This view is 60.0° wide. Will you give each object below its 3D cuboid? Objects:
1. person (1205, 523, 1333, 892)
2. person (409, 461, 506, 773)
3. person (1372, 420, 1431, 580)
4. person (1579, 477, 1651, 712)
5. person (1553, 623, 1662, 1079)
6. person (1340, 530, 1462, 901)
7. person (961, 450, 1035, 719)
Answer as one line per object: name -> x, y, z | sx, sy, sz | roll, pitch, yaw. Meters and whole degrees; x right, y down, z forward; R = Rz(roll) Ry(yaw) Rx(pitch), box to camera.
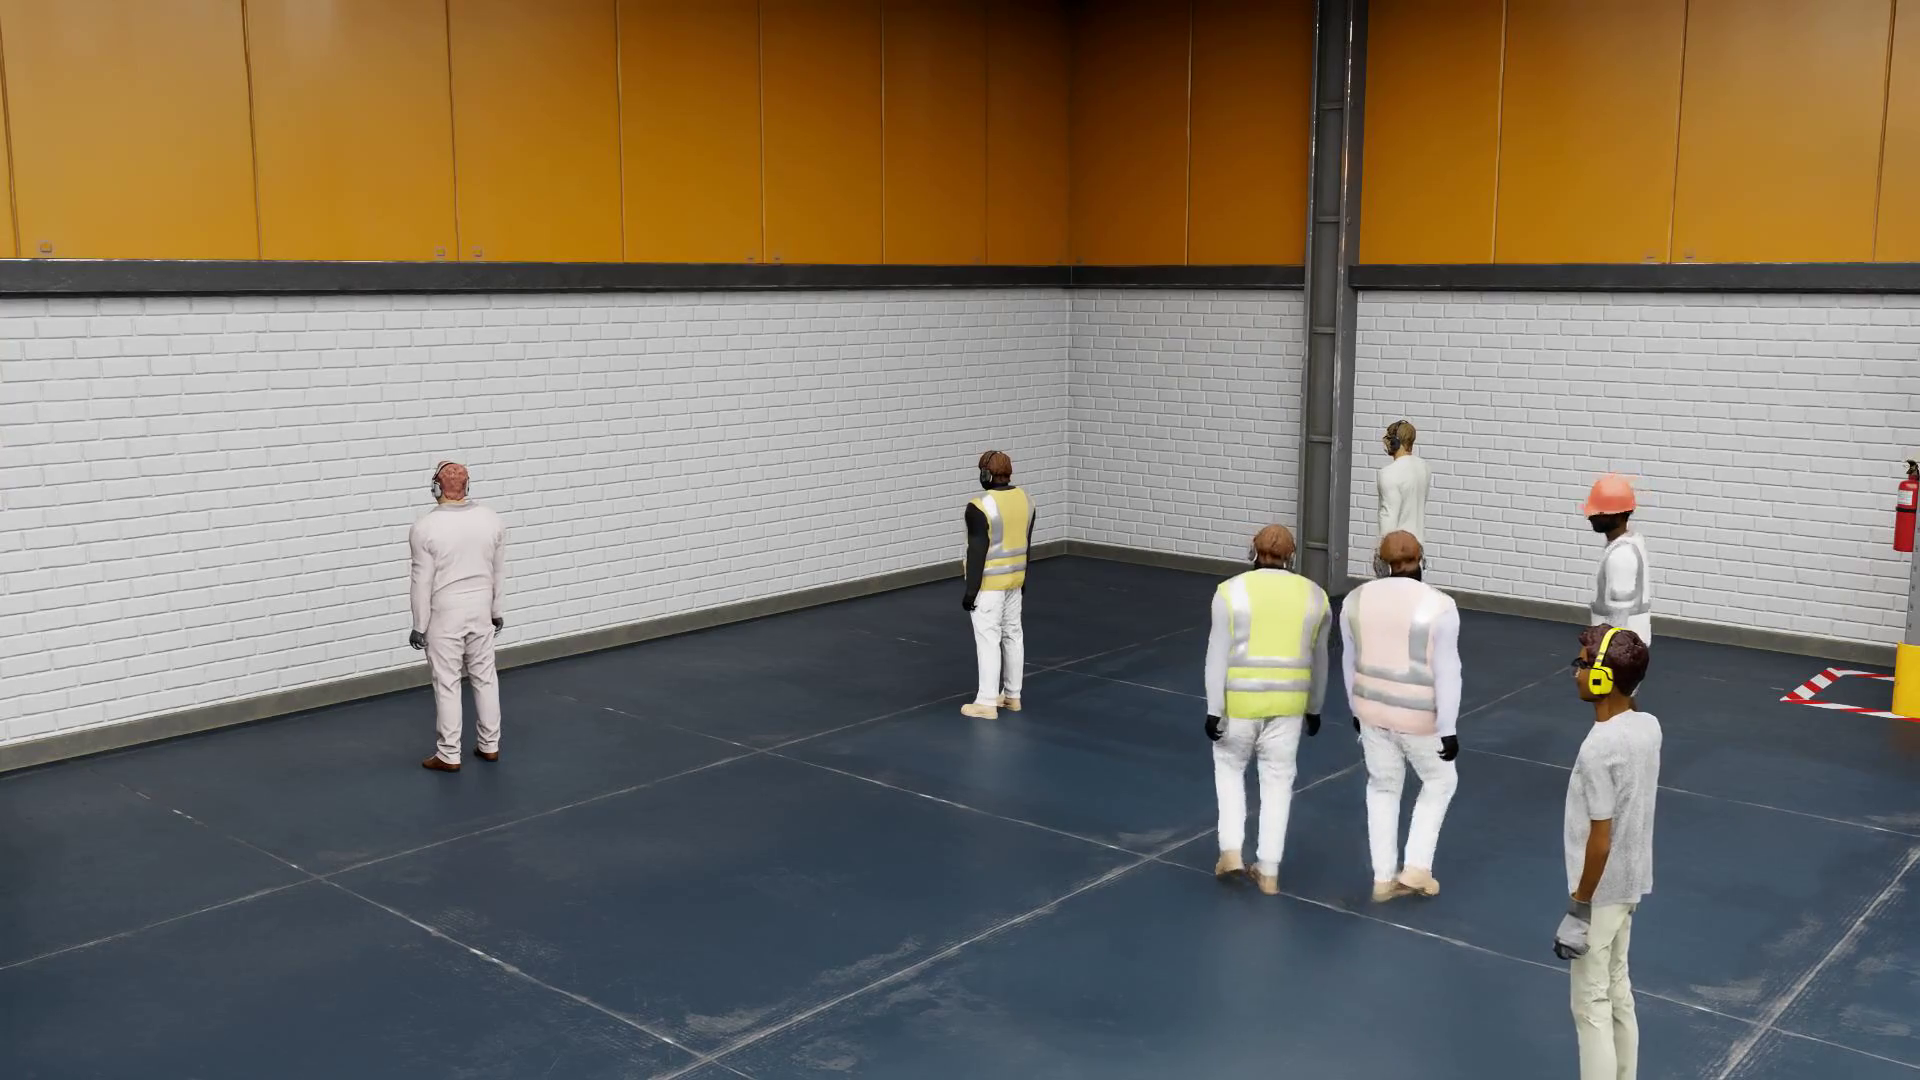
person -> 1.520, 0.828, 8.257 | 0.648, 1.811, 0.466 | -1, 9, -5
person -> -3.096, 0.464, 10.221 | 0.409, 1.907, 0.651 | 8, 12, 40
person -> 3.349, 0.051, 12.718 | 0.364, 1.939, 0.636 | 8, 12, 40
person -> 3.712, 0.593, 9.430 | 0.425, 1.907, 0.605 | 4, 10, 23
person -> 2.176, 1.206, 5.677 | 0.320, 1.871, 0.533 | 8, 12, 40
person -> 2.155, 0.857, 8.059 | 0.471, 1.809, 0.655 | -9, 12, -43
person -> 0.235, 0.302, 11.447 | 0.429, 1.843, 0.633 | 8, 12, 40
